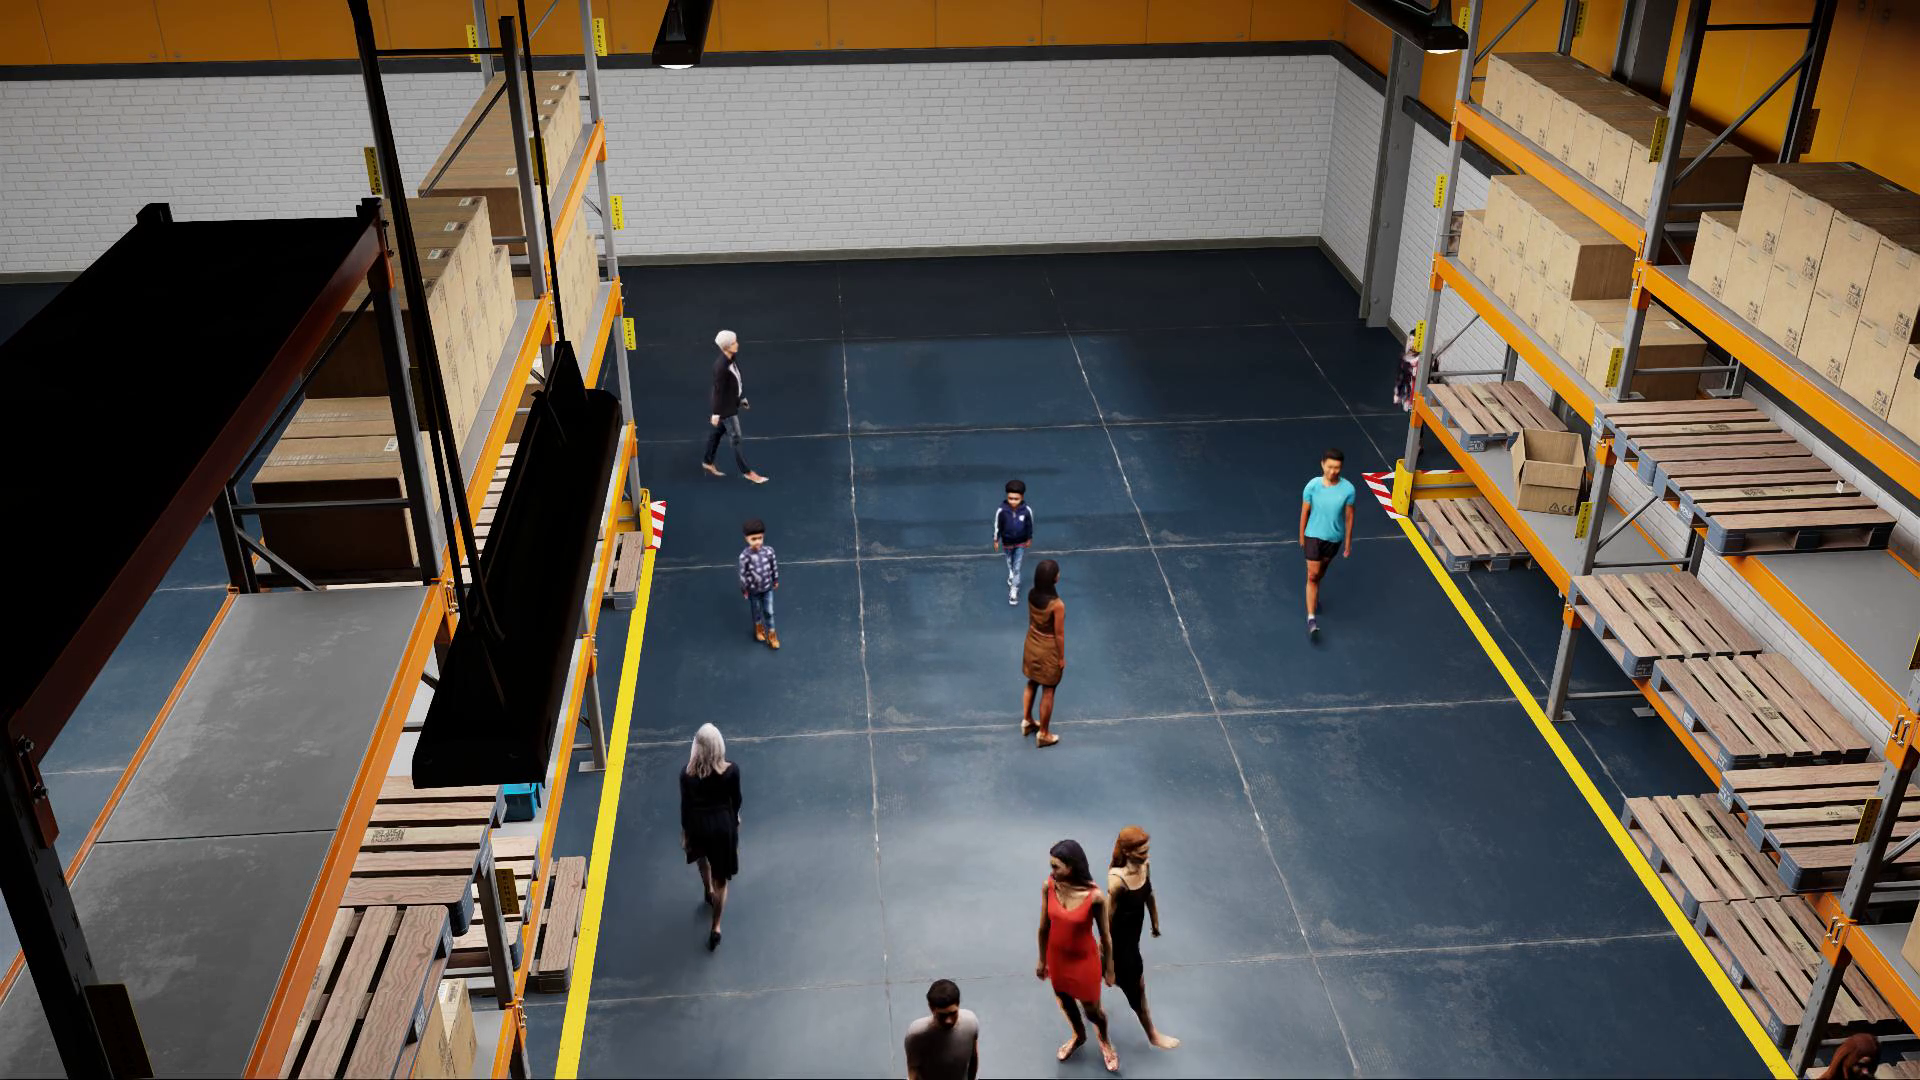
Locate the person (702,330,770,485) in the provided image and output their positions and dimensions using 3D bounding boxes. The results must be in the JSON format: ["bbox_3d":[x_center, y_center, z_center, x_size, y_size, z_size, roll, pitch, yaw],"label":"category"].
[{"bbox_3d":[-2.635,-1.432,17.800,0.884,1.761,1.100,3,29,6],"label":"person"}]

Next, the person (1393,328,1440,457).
[{"bbox_3d":[5.113,-1.617,18.401,0.877,1.598,0.924,21,35,33],"label":"person"}]

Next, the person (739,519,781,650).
[{"bbox_3d":[-1.845,0.359,15.156,0.592,1.236,0.710,-9,30,-16],"label":"person"}]

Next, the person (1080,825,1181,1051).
[{"bbox_3d":[0.984,2.505,10.857,1.070,1.586,1.041,21,35,33],"label":"person"}]

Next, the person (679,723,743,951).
[{"bbox_3d":[-1.696,2.086,11.479,0.611,1.726,0.823,-4,29,-8],"label":"person"}]

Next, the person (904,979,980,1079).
[{"bbox_3d":[-0.136,3.135,9.603,0.684,1.680,1.120,-7,29,-13],"label":"person"}]

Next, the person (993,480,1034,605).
[{"bbox_3d":[0.525,-0.043,15.927,0.642,1.203,0.883,4,29,8],"label":"person"}]

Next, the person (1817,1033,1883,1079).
[{"bbox_3d":[4.744,3.363,9.136,0.613,1.728,0.560,-8,30,-15],"label":"person"}]

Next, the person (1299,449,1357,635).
[{"bbox_3d":[3.370,-0.060,15.414,0.761,1.726,1.190,2,29,4],"label":"person"}]

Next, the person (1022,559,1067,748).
[{"bbox_3d":[0.693,0.917,13.666,0.701,1.683,0.604,-20,34,-32],"label":"person"}]

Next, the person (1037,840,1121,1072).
[{"bbox_3d":[0.743,2.648,10.493,0.797,1.683,0.763,6,29,11],"label":"person"}]
